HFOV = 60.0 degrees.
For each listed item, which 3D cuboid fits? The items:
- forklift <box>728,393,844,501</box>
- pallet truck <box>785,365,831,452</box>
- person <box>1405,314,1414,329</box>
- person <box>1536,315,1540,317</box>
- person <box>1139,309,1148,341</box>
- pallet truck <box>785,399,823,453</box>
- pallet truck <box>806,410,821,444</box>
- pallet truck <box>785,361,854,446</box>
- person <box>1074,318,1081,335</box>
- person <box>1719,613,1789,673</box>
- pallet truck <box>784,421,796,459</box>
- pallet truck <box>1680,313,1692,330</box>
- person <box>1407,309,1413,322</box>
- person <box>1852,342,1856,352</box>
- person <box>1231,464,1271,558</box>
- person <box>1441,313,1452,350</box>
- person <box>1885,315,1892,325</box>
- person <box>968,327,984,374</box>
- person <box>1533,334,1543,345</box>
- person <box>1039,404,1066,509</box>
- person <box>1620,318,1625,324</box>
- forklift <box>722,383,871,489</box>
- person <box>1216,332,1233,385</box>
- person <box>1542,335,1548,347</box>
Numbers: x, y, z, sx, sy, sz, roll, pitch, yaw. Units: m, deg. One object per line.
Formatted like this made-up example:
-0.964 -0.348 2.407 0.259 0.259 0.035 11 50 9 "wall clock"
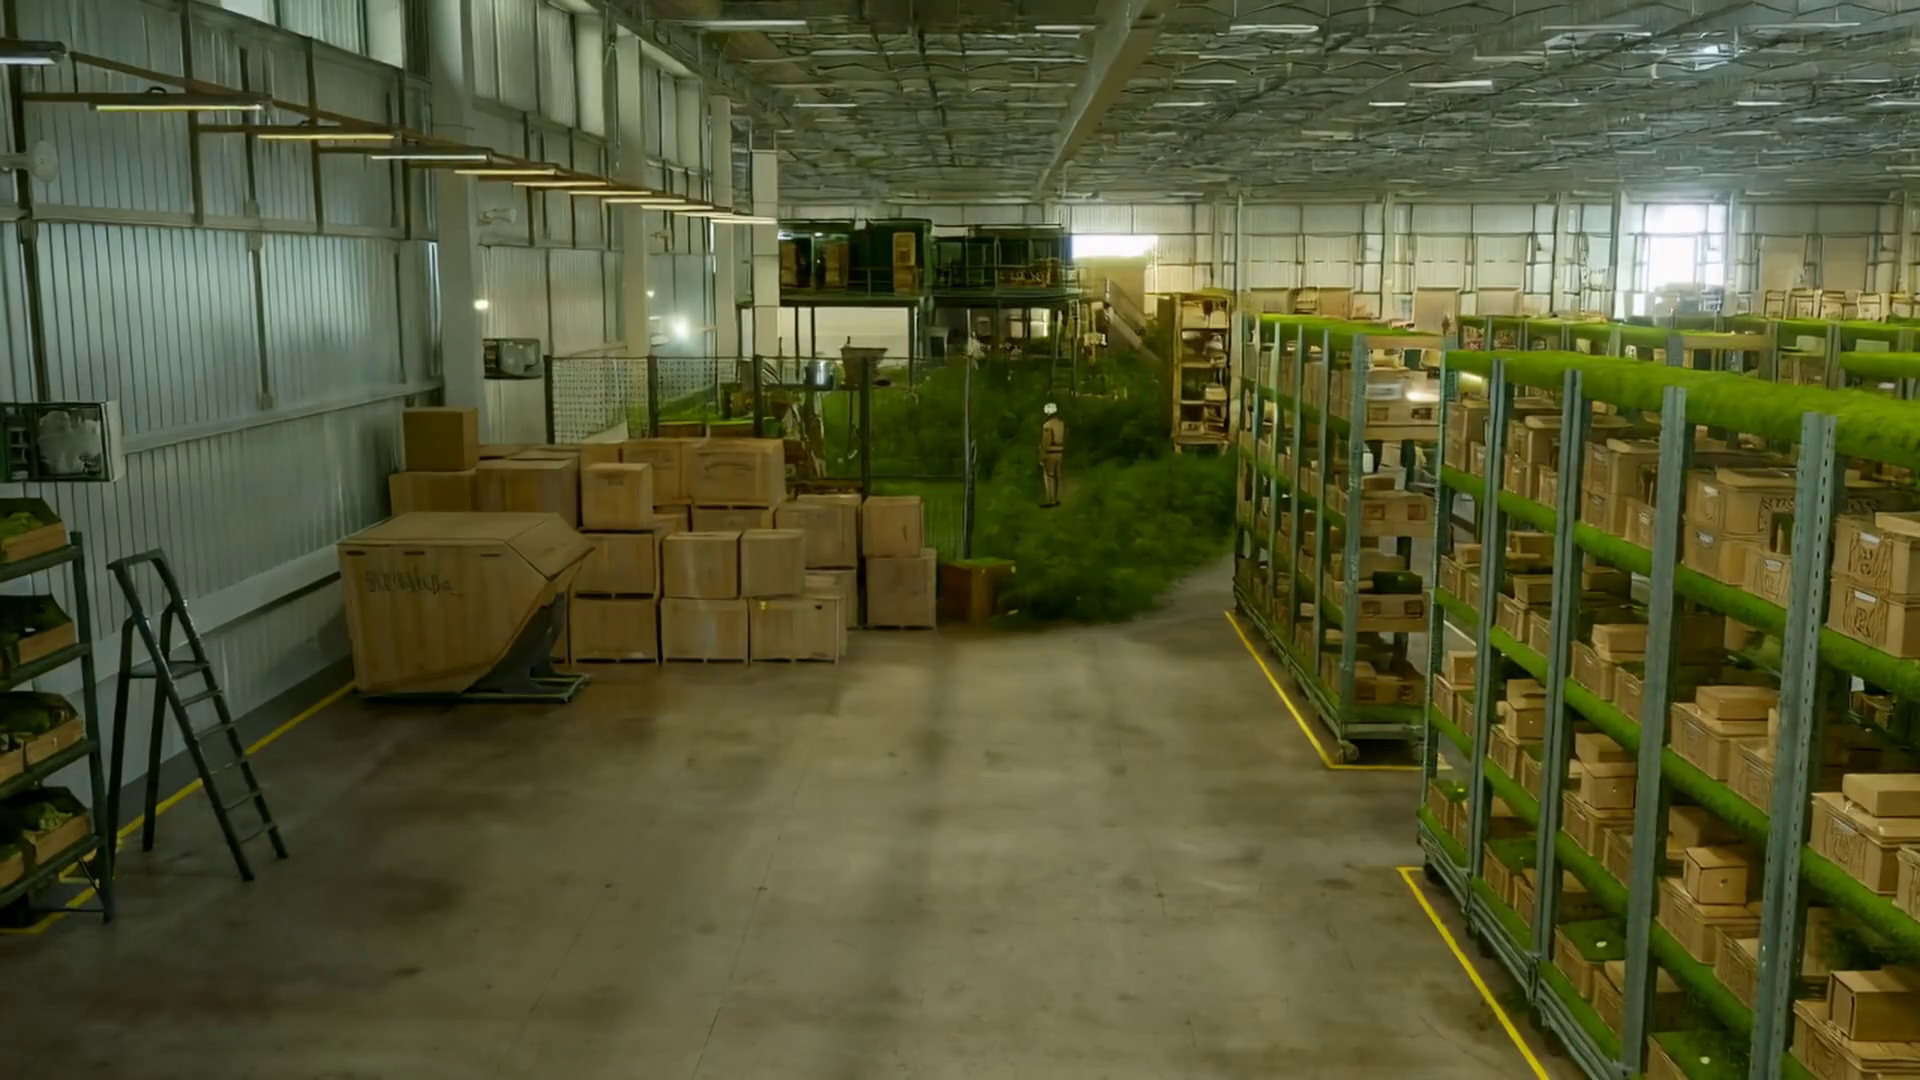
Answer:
-2.979 -1.316 26.476 2.680 1.987 1.157 0 9 1 "forklift"
-3.774 -2.976 37.635 1.885 1.965 0.823 1 9 5 "pallet truck"
23.348 -10.800 86.398 0.430 1.839 0.619 2 10 15 "person"
31.374 -11.352 90.245 0.319 1.692 0.533 4 10 23 "person"
10.548 -12.321 95.550 0.806 1.919 0.552 -5 10 -28 "person"
-3.814 -2.432 36.419 1.630 1.274 0.653 0 9 1 "pallet truck"
-3.559 -2.018 33.905 1.522 1.261 0.704 0 9 -1 "pallet truck"
-3.410 -3.193 38.978 1.885 1.965 0.823 0 9 -1 "pallet truck"
6.593 -11.627 91.601 0.640 1.816 0.709 -5 11 -30 "person"
6.086 1.117 12.842 0.565 1.850 0.390 7 11 35 "person"
-4.013 -1.793 32.705 1.601 1.201 0.680 0 9 1 "pallet truck"
36.315 -10.531 84.244 0.823 1.965 1.885 -6 11 -33 "pallet truck"
25.602 -12.187 94.710 0.398 1.918 0.590 7 11 37 "person"
32.249 -6.618 60.289 0.368 1.935 0.552 6 11 32 "person"
4.327 -0.625 23.515 0.836 1.884 0.647 1 9 8 "person"
25.110 -10.756 85.822 0.422 1.938 0.605 -2 10 -14 "person"
47.501 -10.557 84.959 0.713 1.816 0.538 7 12 38 "person"
0.583 -7.502 65.993 0.779 1.849 0.594 1 9 7 "person"
24.127 -8.183 69.761 0.612 1.997 0.376 0 9 1 "person"
1.569 -1.442 28.714 0.404 1.822 0.586 7 12 37 "person"
30.927 -9.431 77.729 0.591 1.915 0.396 5 11 29 "person"
-2.893 -1.687 28.729 2.680 1.987 1.157 0 9 -1 "forklift"
9.530 -6.521 59.470 0.866 2.012 0.631 7 11 36 "person"
25.123 -8.348 71.508 0.328 1.762 0.523 9 13 43 "person"
